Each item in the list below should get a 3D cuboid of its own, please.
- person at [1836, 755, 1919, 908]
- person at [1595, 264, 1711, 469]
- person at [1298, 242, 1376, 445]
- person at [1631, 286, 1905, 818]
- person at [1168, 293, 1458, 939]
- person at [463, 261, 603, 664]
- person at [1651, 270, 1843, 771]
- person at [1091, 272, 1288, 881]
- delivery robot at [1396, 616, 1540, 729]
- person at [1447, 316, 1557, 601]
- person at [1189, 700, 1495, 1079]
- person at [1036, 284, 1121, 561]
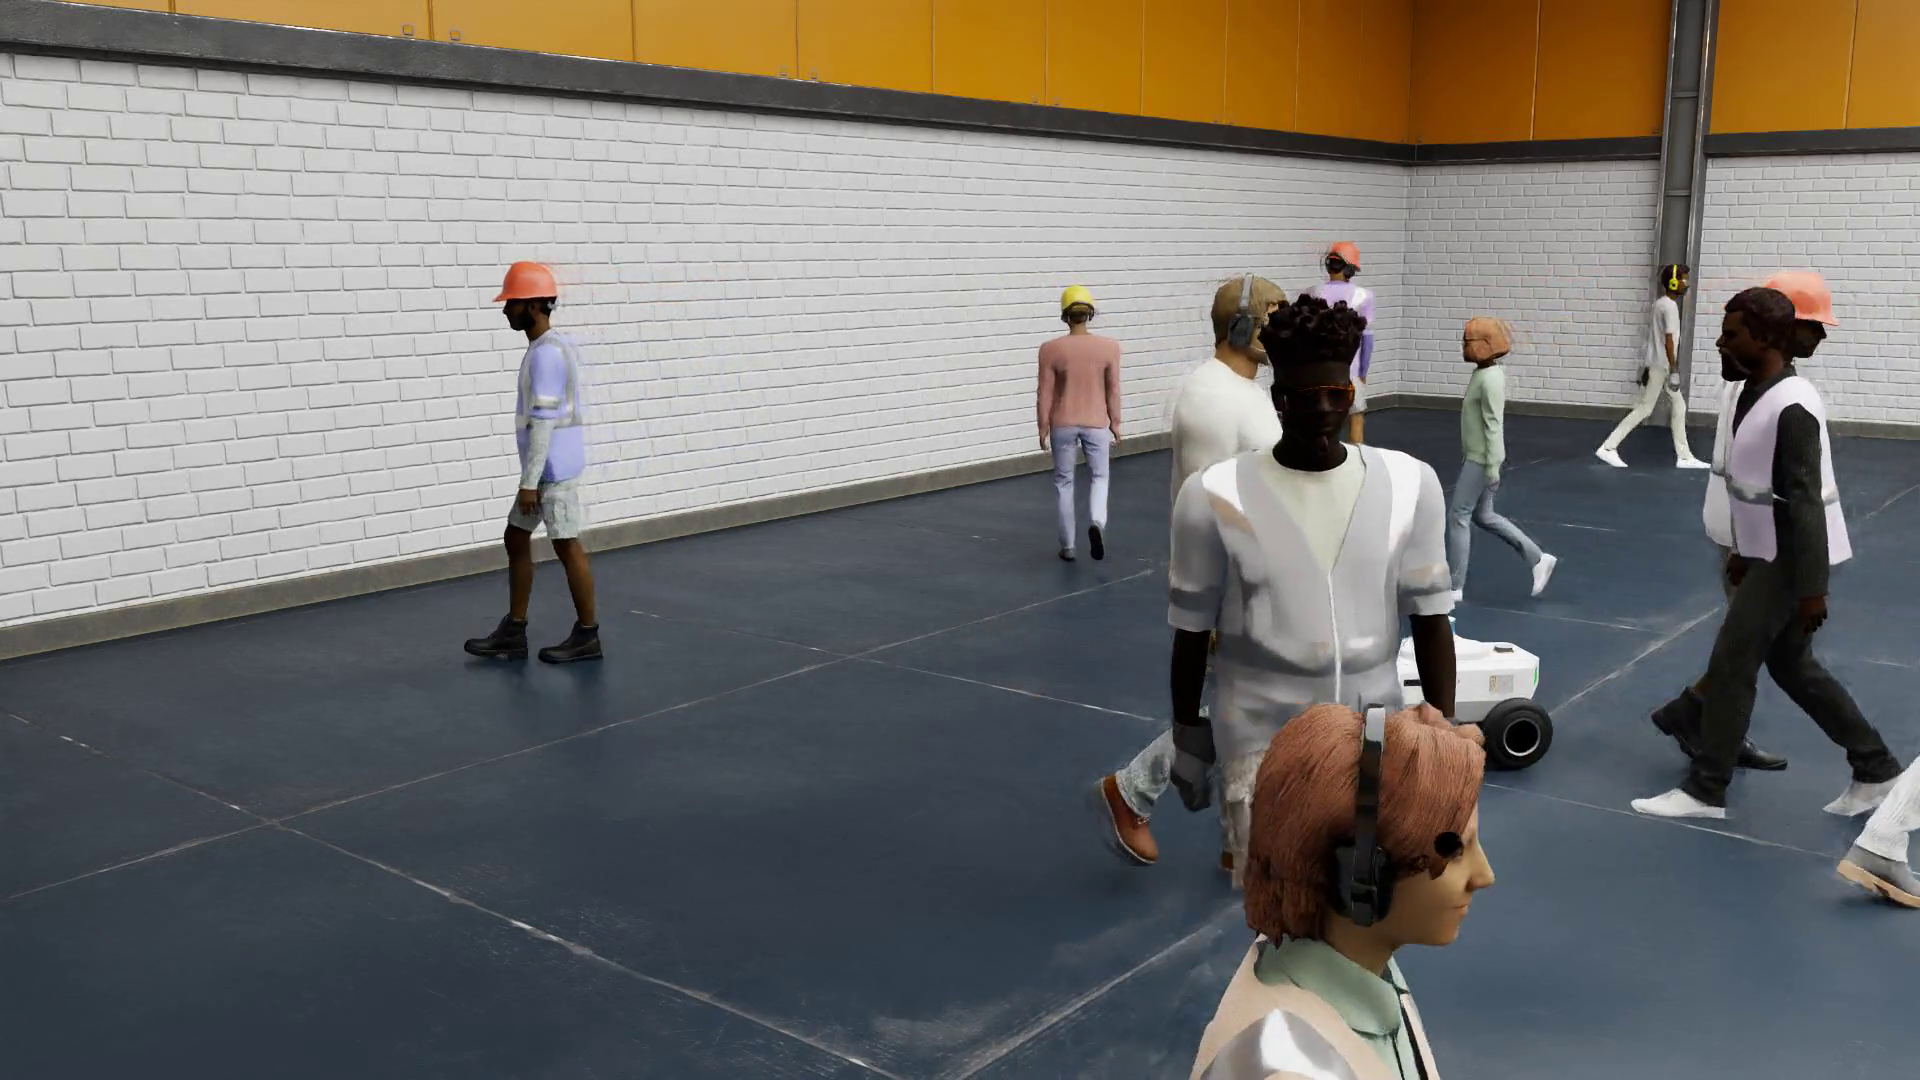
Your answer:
[{"bbox_3d":[3.163,0.244,4.882,0.993,1.838,0.584,1,10,8],"label":"person"},{"bbox_3d":[6.184,-1.535,14.759,0.966,1.827,0.533,3,11,18],"label":"person"},{"bbox_3d":[2.998,-1.347,13.214,0.842,2.009,0.496,5,11,24],"label":"person"},{"bbox_3d":[2.891,0.068,5.743,0.898,1.881,0.604,2,10,13],"label":"person"},{"bbox_3d":[0.777,0.419,3.686,0.608,1.915,0.992,-2,10,-9],"label":"person"},{"bbox_3d":[-2.079,-0.338,7.843,0.780,1.913,0.571,-3,11,-16],"label":"person"},{"bbox_3d":[3.003,-0.052,6.276,0.457,1.917,0.542,4,11,20],"label":"person"},{"bbox_3d":[0.797,0.144,5.140,0.616,1.926,0.647,4,11,21],"label":"person"},{"bbox_3d":[1.873,0.538,6.507,0.707,0.478,0.477,-1,10,-7],"label":"delivery robot"},{"bbox_3d":[2.966,-0.440,9.261,0.684,1.609,0.503,3,11,16],"label":"person"},{"bbox_3d":[0.375,0.940,1.669,0.891,1.585,0.525,4,11,22],"label":"person"},{"bbox_3d":[0.739,-0.708,10.325,0.542,1.748,0.572,0,10,-2],"label":"person"}]
